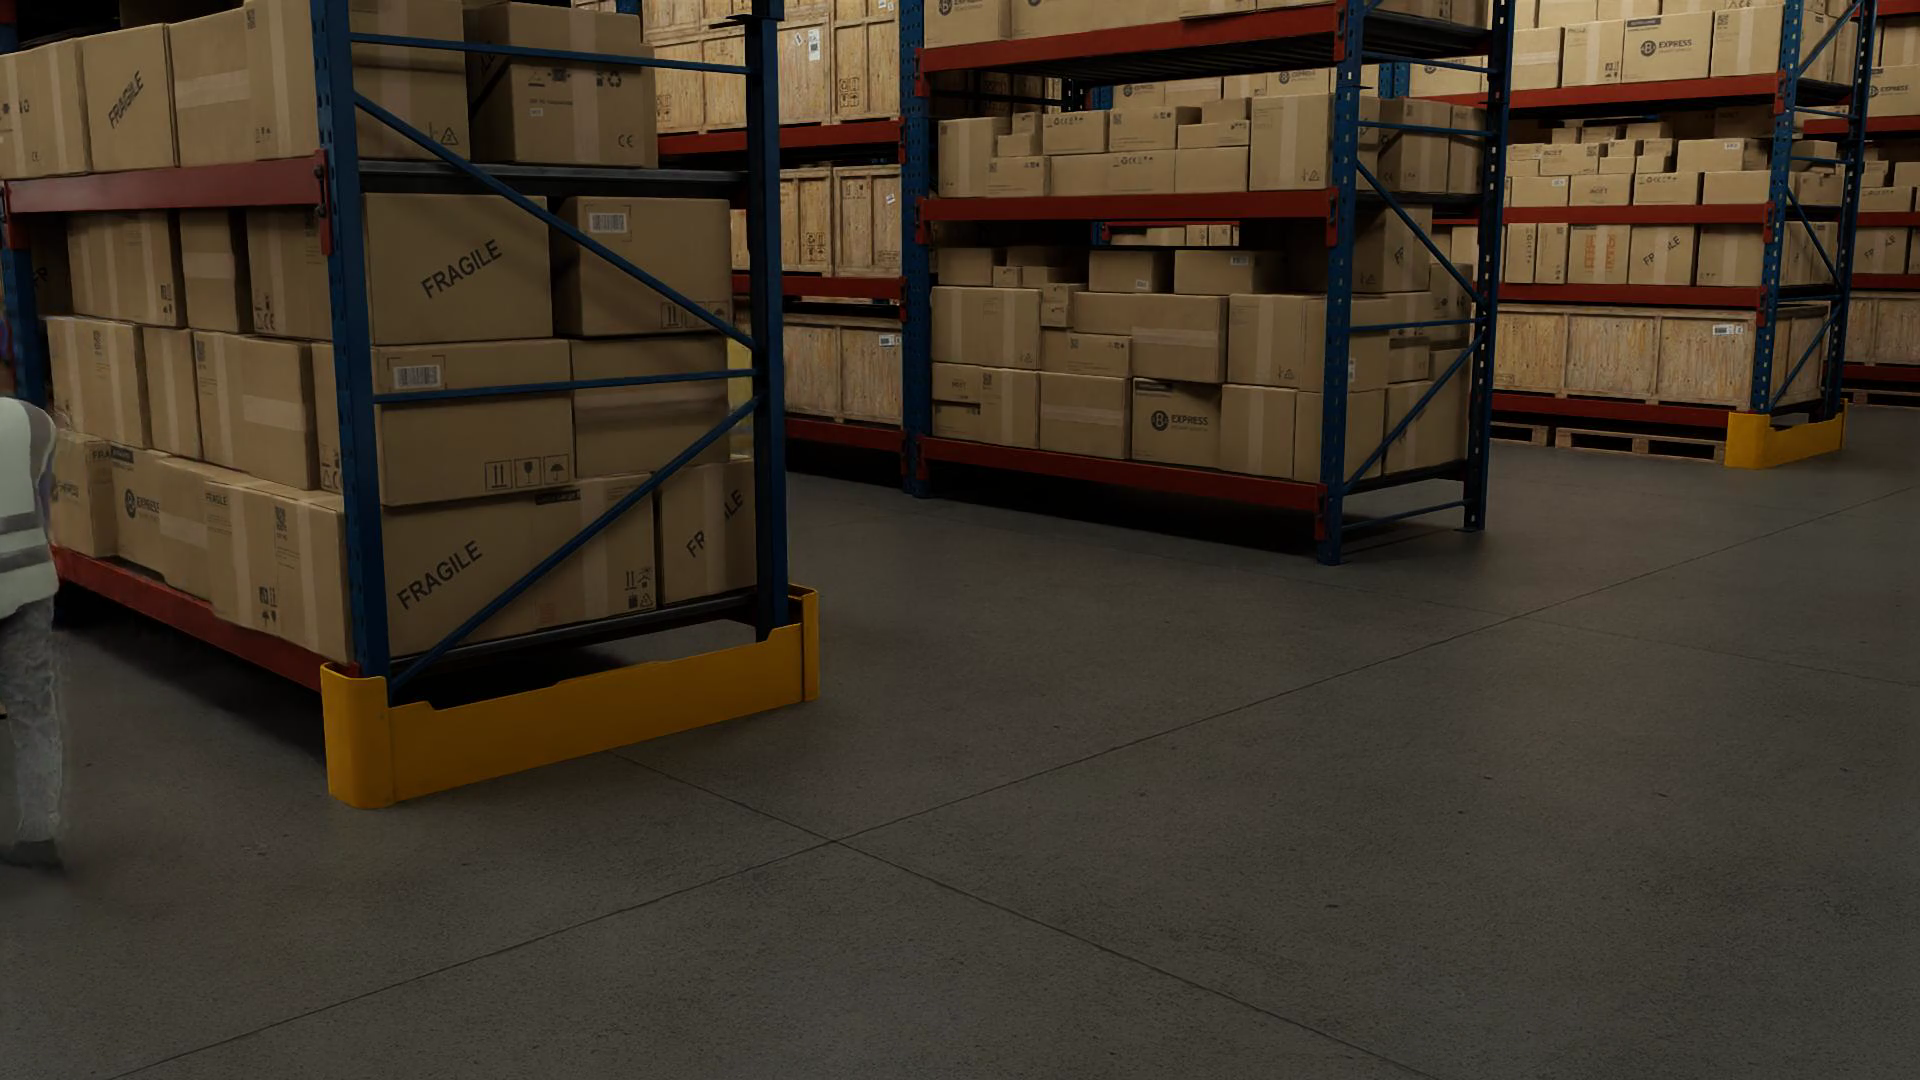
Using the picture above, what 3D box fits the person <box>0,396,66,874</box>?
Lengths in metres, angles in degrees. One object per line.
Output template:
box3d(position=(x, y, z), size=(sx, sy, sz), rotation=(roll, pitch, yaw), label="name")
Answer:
box3d(position=(-3.336, 0.167, 5.586), size=(0.749, 1.912, 0.608), rotation=(6, 12, 31), label="person")

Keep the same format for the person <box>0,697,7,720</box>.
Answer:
box3d(position=(-4.419, -0.058, 7.210), size=(0.533, 1.768, 0.310), rotation=(-10, 14, -42), label="person")

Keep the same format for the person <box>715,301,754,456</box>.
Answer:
box3d(position=(-1.397, -0.567, 9.897), size=(0.634, 1.801, 0.964), rotation=(-6, 12, -31), label="person")
